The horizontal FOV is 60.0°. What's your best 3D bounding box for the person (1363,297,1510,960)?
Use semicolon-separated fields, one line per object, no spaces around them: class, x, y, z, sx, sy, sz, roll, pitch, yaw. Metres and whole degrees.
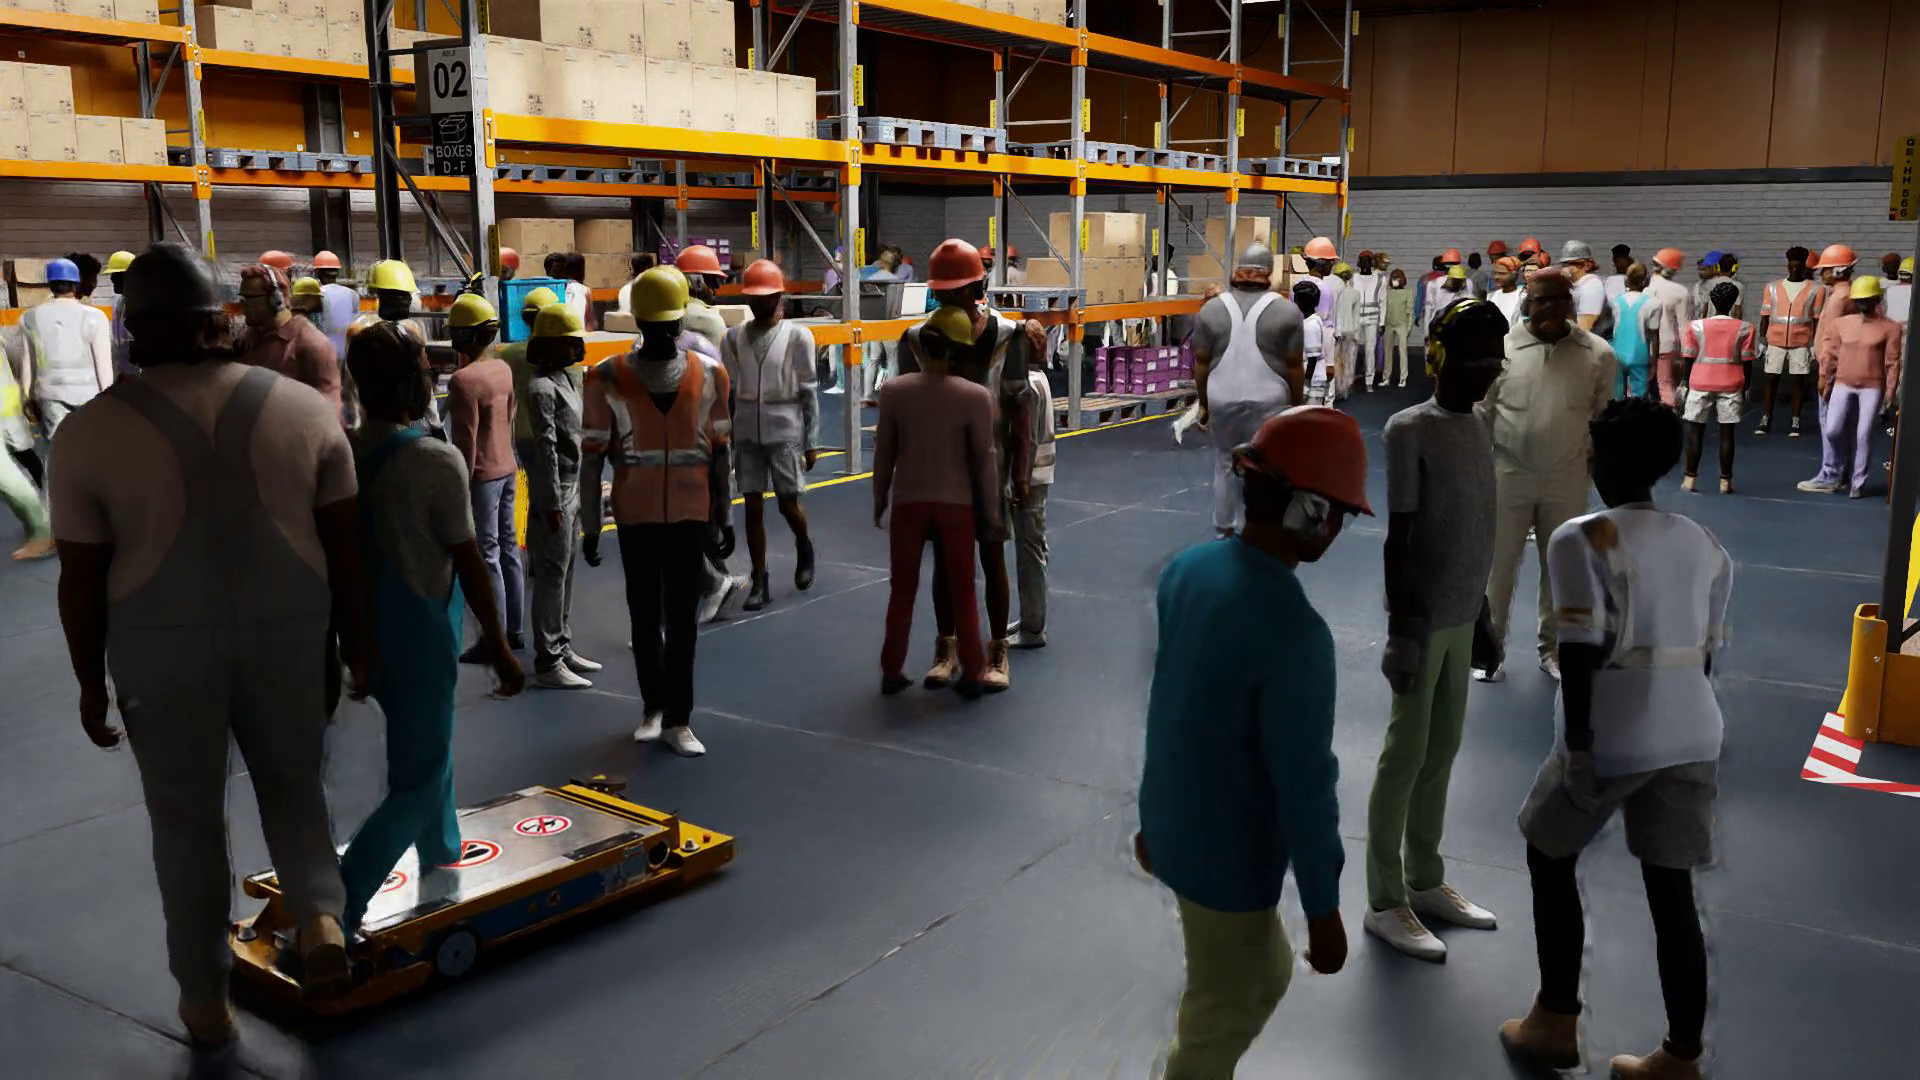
person;1.388;0.244;4.774;0.519;1.865;0.326;-10;14;-43

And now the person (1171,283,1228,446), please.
person;2.398;-1.676;16.082;0.688;1.614;0.526;-2;10;-10

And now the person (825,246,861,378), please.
person;-1.712;-3.327;24.327;0.615;1.943;0.409;9;14;42

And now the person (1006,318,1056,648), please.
person;0.327;-0.282;8.303;0.306;1.640;0.522;1;10;6

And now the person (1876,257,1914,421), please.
person;10.474;-2.213;18.472;0.403;1.833;0.591;-9;13;-40

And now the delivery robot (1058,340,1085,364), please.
delivery robot;1.721;-2.915;25.641;0.477;0.478;0.707;-1;10;-3

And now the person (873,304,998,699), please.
person;-0.109;-0.163;7.363;0.560;1.749;0.363;2;10;11

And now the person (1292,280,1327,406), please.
person;2.870;-1.294;13.764;0.320;1.692;0.531;2;10;9

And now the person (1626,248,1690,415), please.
person;6.867;-1.904;16.458;0.703;1.959;0.629;7;12;33

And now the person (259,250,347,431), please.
person;-5.282;-1.391;13.614;0.935;1.953;0.642;-7;12;-33

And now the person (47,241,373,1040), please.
person;-1.873;0.257;4.208;0.719;2.000;0.629;-7;12;-34

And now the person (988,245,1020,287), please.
person;0.587;-3.298;23.905;0.535;2.000;0.688;6;12;29

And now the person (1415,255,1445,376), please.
person;7.053;-3.303;24.590;0.634;1.810;0.791;3;11;14

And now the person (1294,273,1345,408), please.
person;4.177;-2.441;19.529;0.651;1.906;0.401;-2;10;-11

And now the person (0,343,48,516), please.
person;-6.736;-0.869;11.547;0.888;1.639;0.545;-9;13;-40

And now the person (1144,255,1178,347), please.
person;2.918;-3.280;24.377;0.429;1.837;0.631;8;13;39

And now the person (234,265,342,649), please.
person;-3.295;-0.371;8.063;0.649;1.904;0.401;5;11;27

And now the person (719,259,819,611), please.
person;-1.051;-0.587;9.212;0.554;1.921;0.565;2;10;11

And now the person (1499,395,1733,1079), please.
person;1.601;0.494;3.951;0.553;1.647;0.599;-3;11;-18

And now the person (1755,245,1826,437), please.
person;8.577;-2.051;17.204;0.604;1.965;0.367;7;12;32

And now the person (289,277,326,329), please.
person;-5.168;-1.210;13.211;0.401;1.729;0.513;-7;12;-32

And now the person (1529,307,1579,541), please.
person;4.021;-0.806;11.213;0.311;1.639;0.514;3;11;17

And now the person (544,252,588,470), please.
person;-3.444;-1.497;14.265;0.392;1.919;0.593;9;14;42

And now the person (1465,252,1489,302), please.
person;8.103;-3.644;26.392;0.543;1.834;0.442;8;13;38

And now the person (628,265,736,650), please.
person;-1.422;-0.427;8.422;0.615;1.927;0.703;9;13;40

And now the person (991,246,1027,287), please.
person;0.703;-3.099;23.115;0.624;1.937;1.030;-3;11;-16

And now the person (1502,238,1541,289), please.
person;6.668;-2.521;19.580;0.607;2.048;0.369;5;11;26

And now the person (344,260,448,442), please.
person;-3.332;-0.711;9.955;0.773;1.895;0.599;3;11;14

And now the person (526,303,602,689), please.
person;-1.805;-0.202;7.575;0.310;1.743;0.493;0;10;-2

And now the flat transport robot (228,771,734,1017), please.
flat transport robot;-1.423;1.003;4.974;0.652;0.197;1.431;8;13;38

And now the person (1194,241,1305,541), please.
person;1.864;-0.910;10.671;0.687;2.000;0.538;4;11;23

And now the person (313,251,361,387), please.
person;-5.927;-1.766;15.769;0.425;1.924;0.560;6;12;32

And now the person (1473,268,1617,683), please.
person;2.669;-0.277;7.611;0.700;1.903;0.416;2;10;10
